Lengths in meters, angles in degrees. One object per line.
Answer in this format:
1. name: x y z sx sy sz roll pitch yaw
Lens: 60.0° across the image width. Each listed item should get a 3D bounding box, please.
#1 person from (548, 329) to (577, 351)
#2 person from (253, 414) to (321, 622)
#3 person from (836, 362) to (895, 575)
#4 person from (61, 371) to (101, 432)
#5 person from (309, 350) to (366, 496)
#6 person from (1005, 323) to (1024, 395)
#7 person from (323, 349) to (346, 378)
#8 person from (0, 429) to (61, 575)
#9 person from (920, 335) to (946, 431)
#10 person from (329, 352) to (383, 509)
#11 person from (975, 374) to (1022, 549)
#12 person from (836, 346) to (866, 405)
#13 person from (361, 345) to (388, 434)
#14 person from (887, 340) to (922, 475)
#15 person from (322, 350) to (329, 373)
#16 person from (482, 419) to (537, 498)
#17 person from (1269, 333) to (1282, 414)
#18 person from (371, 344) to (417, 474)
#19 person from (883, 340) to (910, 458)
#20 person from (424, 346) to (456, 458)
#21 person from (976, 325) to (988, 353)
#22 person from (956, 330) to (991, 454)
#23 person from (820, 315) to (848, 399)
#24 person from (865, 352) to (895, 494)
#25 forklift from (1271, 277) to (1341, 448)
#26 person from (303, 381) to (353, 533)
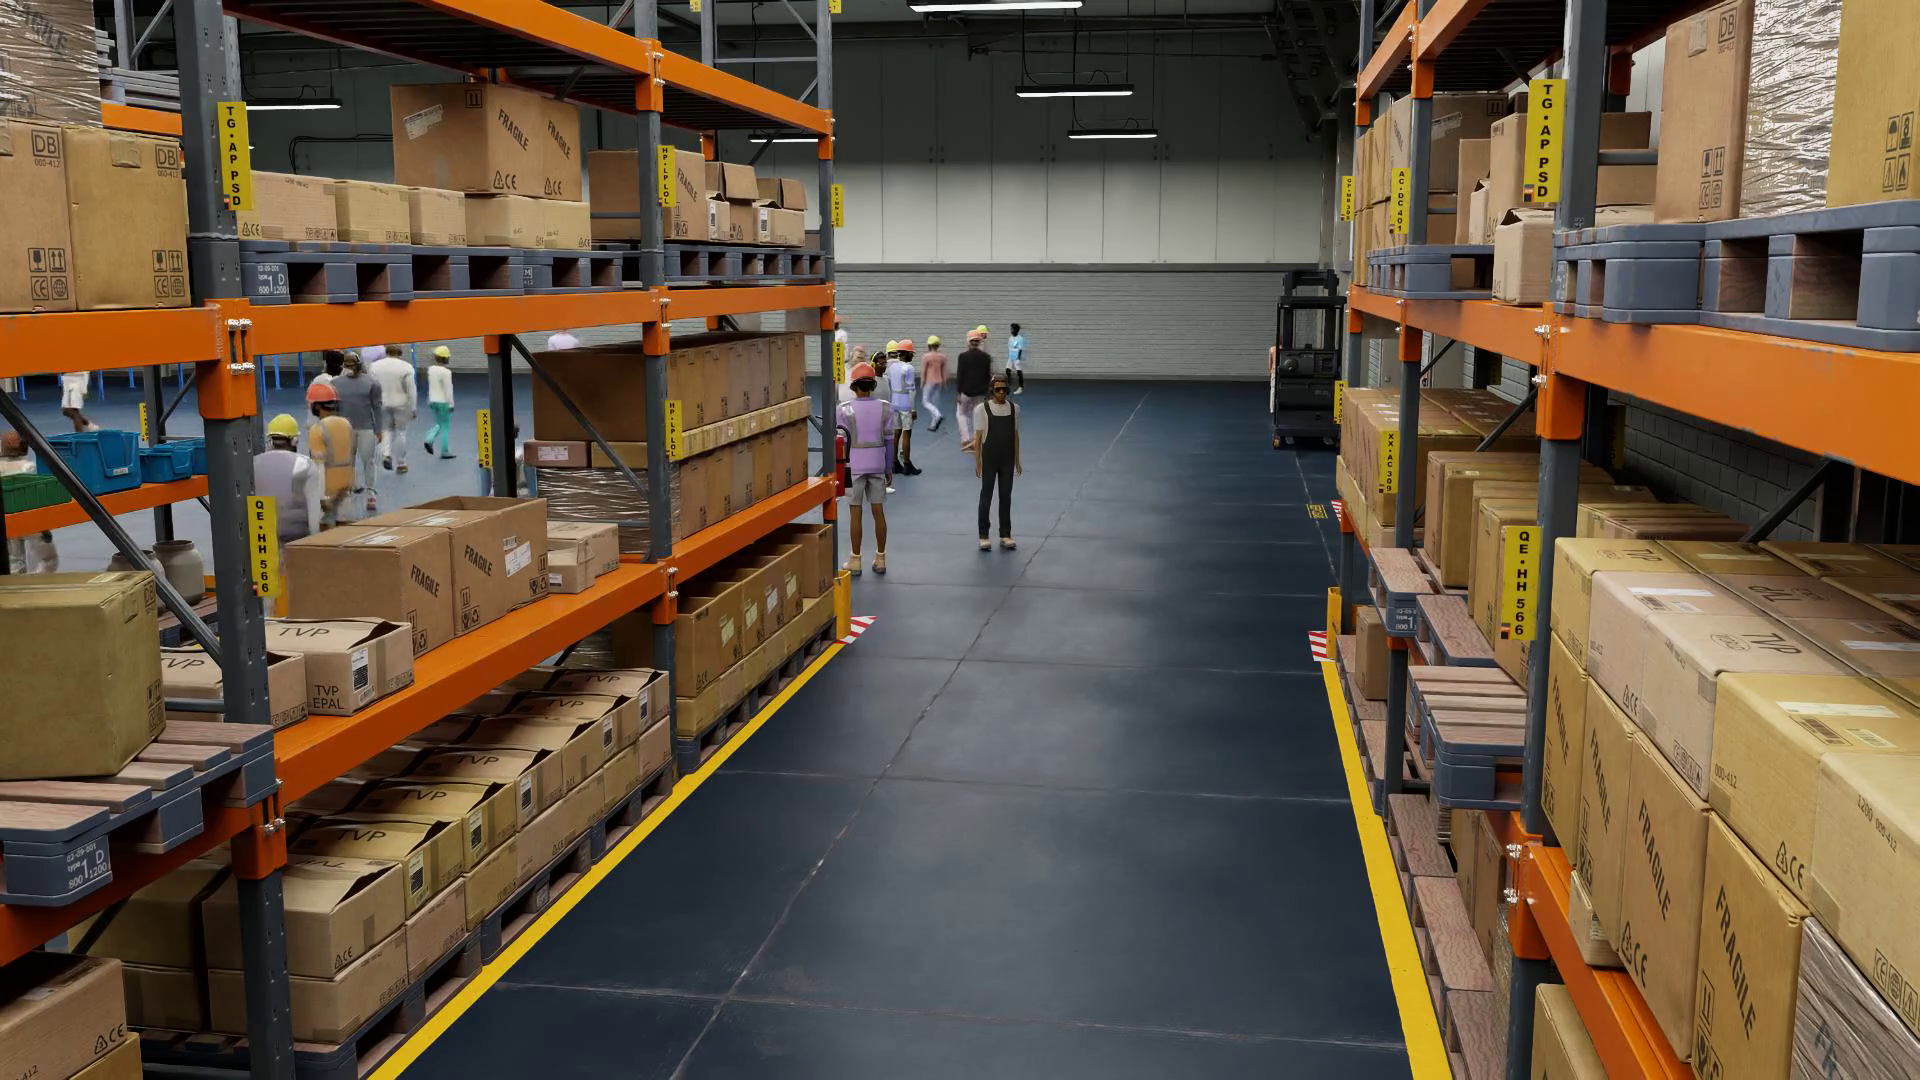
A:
1. person: -8.151 -3.528 34.086 0.683 1.881 0.439 -9 13 -44
2. person: -5.397 -0.114 13.300 0.603 1.792 0.911 0 9 1
3. person: -0.933 -0.695 16.094 0.607 2.044 0.374 -4 10 -24
4. person: -14.513 -2.513 27.353 0.629 2.025 0.596 5 11 30
5. person: -8.037 -1.472 21.270 0.721 1.902 0.905 8 12 40
6. person: 1.214 -4.249 39.117 0.683 1.671 0.552 -6 11 -34
7. person: -11.105 -2.697 29.745 0.503 1.613 0.563 -1 9 -7
8. person: -7.703 -0.105 13.708 0.537 1.626 0.371 2 10 14
9. person: -0.461 -2.844 30.223 0.543 1.752 0.485 -7 11 -36
10. person: -7.409 -1.344 20.432 0.632 1.934 0.361 -1 9 -8
11. person: 0.401 -0.829 17.533 0.513 1.844 0.328 -3 10 -20
12. person: -1.515 -1.872 23.962 0.660 1.850 0.962 4 10 21
13. person: -10.385 -2.824 29.664 0.646 1.895 0.605 4 10 24
14. person: -0.800 -1.919 23.992 0.375 1.931 0.542 -8 12 -40
15. person: -18.088 -5.779 47.589 0.688 2.000 0.536 -9 13 -42
16. person: -3.989 -0.275 14.768 0.540 1.624 0.388 1 9 9
17. person: 6.536 -3.394 33.970 0.512 1.645 0.307 8 12 40
18. person: -8.156 -1.930 24.057 0.650 1.929 0.431 1 9 5
19. person: -1.041 -2.200 26.026 0.586 1.833 0.403 -3 10 -19
20. person: -8.091 -2.144 25.911 0.552 1.750 0.423 7 11 36
21. person: 0.450 -3.646 35.154 0.311 1.769 0.522 -3 10 -19
22. person: 0.193 -2.382 26.701 0.634 1.974 0.489 -5 10 -27
23. person: -2.896 -4.161 37.864 0.551 1.908 0.724 7 12 37
24. person: -1.055 -1.533 21.798 0.312 1.869 0.538 7 11 36
25. forklift: 5.847 -3.016 27.970 1.129 2.768 1.873 1 9 9
26. person: -5.717 -0.499 15.280 0.743 1.922 0.558 3 10 18
